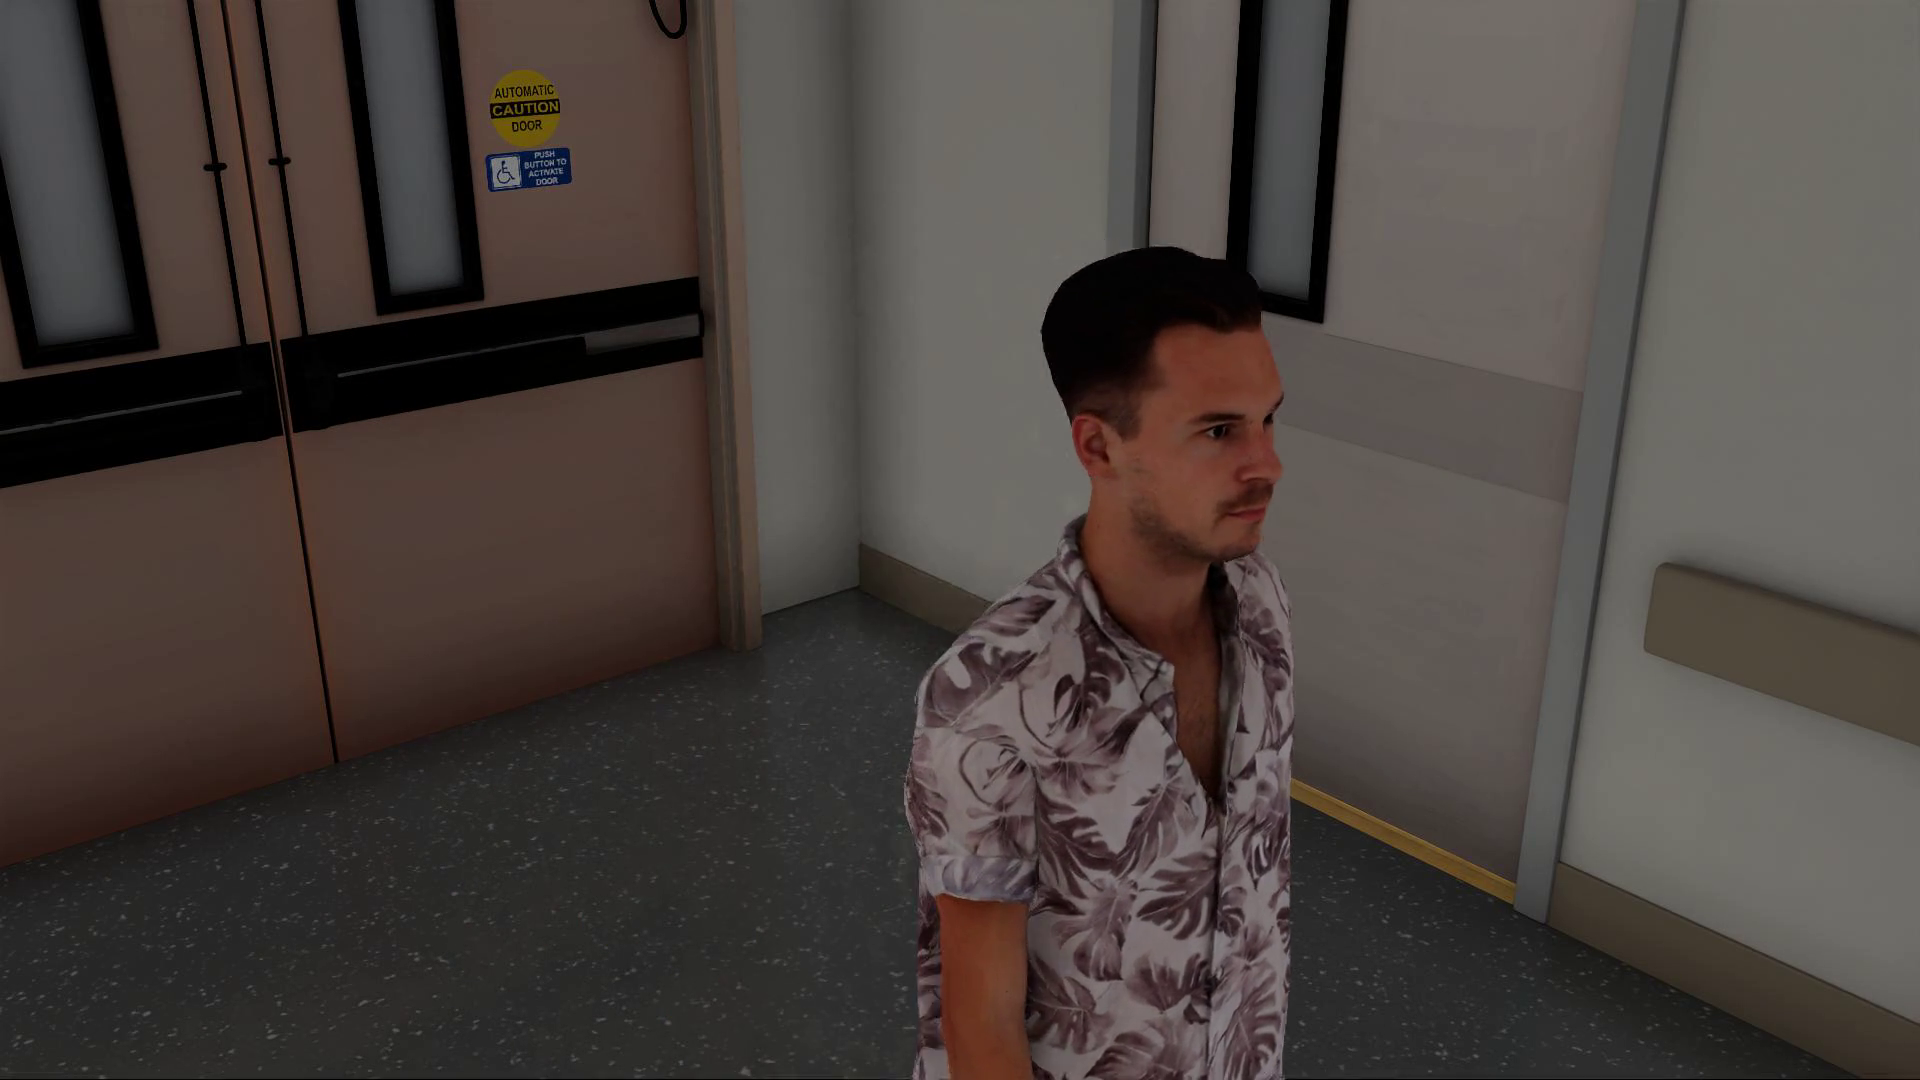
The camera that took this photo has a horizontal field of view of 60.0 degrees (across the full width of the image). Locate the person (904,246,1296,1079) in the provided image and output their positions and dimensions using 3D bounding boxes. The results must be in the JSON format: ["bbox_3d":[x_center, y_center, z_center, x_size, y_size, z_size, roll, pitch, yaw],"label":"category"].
[{"bbox_3d":[0.085,0.577,1.825,0.667,1.786,0.994,-16,26,-36],"label":"person"}]
